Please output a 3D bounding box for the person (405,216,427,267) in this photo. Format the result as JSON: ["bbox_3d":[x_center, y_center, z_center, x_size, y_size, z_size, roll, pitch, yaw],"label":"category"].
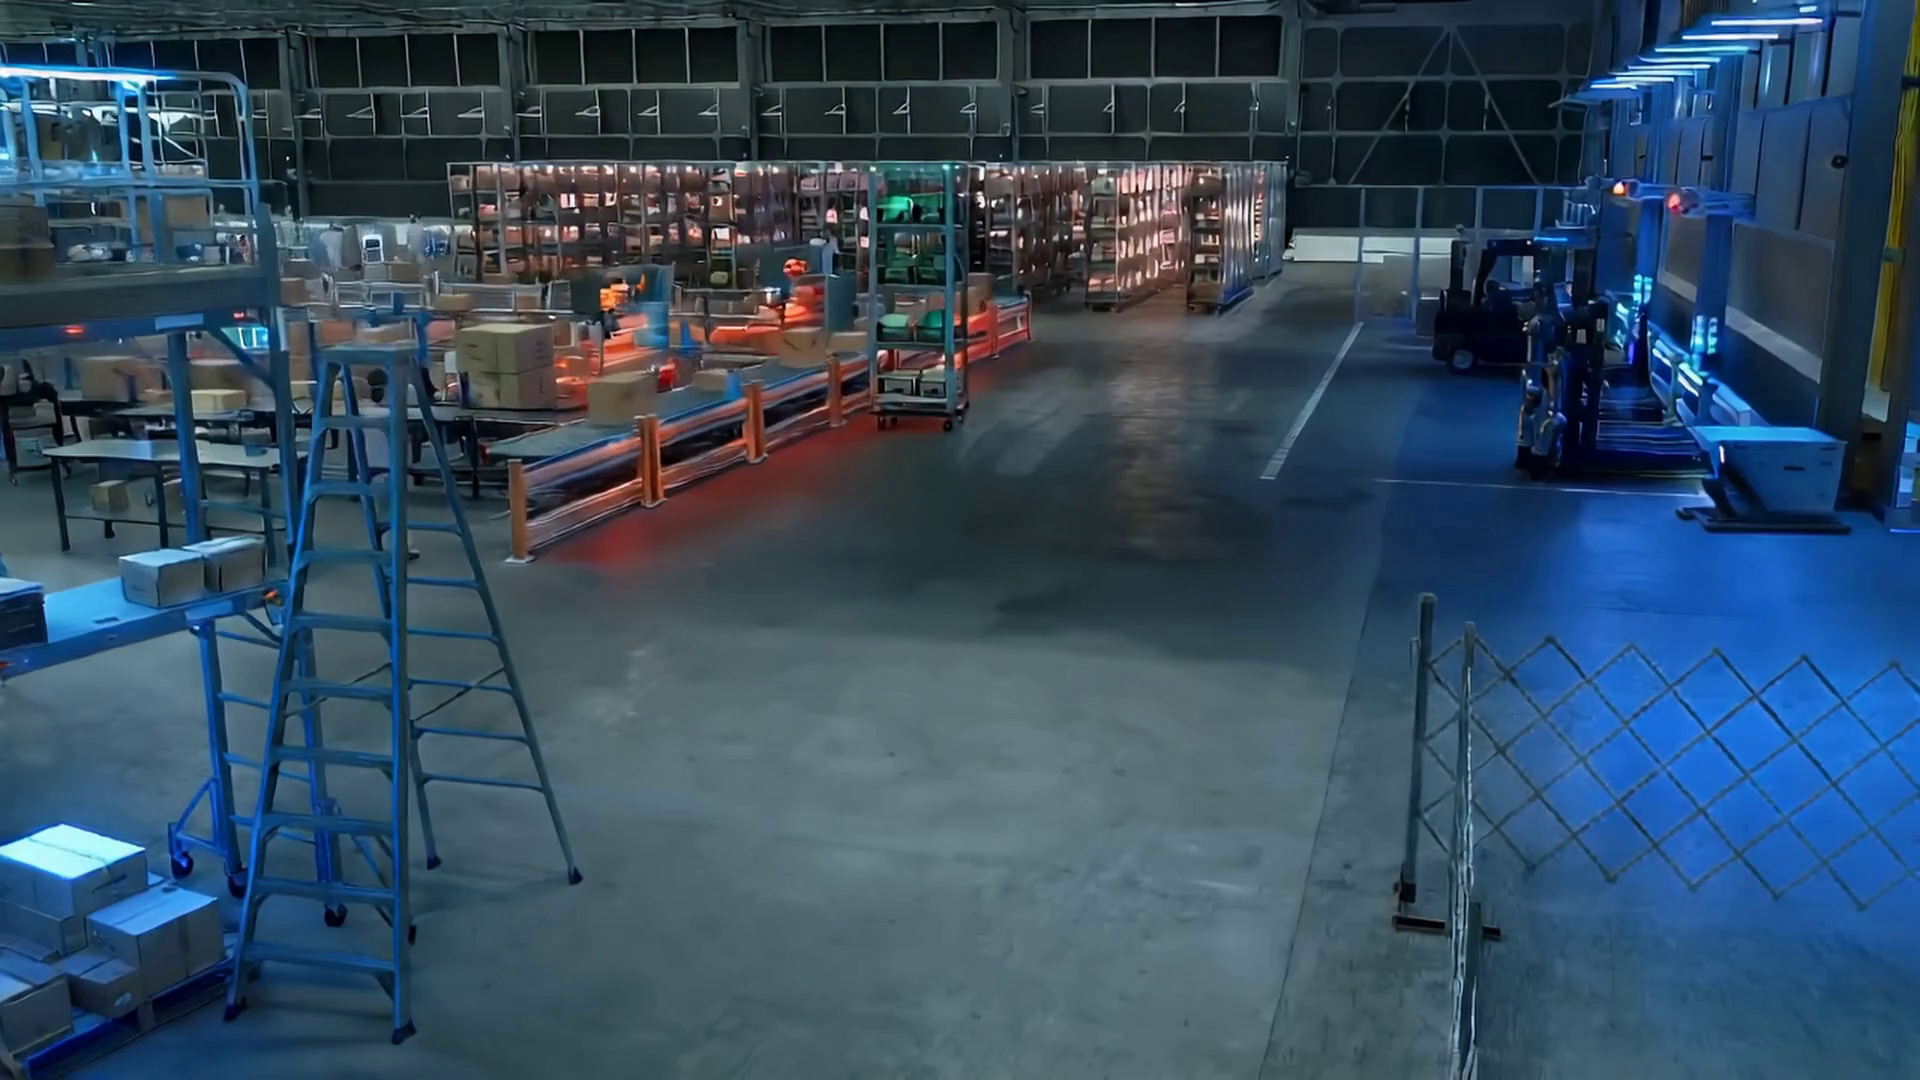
[{"bbox_3d":[-17.268,-9.338,52.810,0.641,1.878,0.836,-5,14,-20],"label":"person"}]

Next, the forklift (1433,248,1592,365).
[{"bbox_3d":[9.780,-4.111,29.280,2.680,1.987,1.157,3,13,14],"label":"forklift"}]

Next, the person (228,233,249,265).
[{"bbox_3d":[-19.194,-7.367,44.386,0.600,1.827,0.403,6,14,24],"label":"person"}]

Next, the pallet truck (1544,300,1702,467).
[{"bbox_3d":[8.263,-1.952,20.631,1.885,1.965,0.823,5,14,20],"label":"pallet truck"}]

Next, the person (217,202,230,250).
[{"bbox_3d":[-29.541,-12.596,66.767,0.629,1.925,0.558,5,14,22],"label":"person"}]

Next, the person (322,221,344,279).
[{"bbox_3d":[-18.942,-8.722,50.276,0.567,1.810,0.516,-8,15,-31],"label":"person"}]

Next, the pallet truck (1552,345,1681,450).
[{"bbox_3d":[8.641,-1.896,21.908,1.630,1.274,0.653,4,14,16],"label":"pallet truck"}]

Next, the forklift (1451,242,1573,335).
[{"bbox_3d":[10.464,-4.597,31.405,2.680,1.987,1.157,4,14,16],"label":"forklift"}]

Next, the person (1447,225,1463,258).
[{"bbox_3d":[13.701,-7.671,45.551,0.625,1.916,1.082,10,17,38],"label":"person"}]

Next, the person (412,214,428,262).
[{"bbox_3d":[-19.252,-10.722,59.117,0.597,1.726,0.411,-12,17,-41],"label":"person"}]

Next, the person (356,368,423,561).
[{"bbox_3d":[-5.398,-0.695,15.590,0.506,1.822,0.965,-9,16,-34],"label":"person"}]

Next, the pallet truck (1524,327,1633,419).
[{"bbox_3d":[9.065,-2.460,24.370,1.522,1.261,0.704,3,13,14],"label":"pallet truck"}]

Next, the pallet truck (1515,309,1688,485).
[{"bbox_3d":[7.554,-1.677,19.446,1.885,1.965,0.823,3,13,14],"label":"pallet truck"}]

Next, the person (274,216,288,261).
[{"bbox_3d":[-23.029,-10.052,56.192,0.571,1.731,0.395,-9,16,-35],"label":"person"}]

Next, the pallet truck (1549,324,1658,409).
[{"bbox_3d":[9.824,-2.669,25.407,1.601,1.201,0.680,4,14,16],"label":"pallet truck"}]

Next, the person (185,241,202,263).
[{"bbox_3d":[-16.610,-5.517,36.136,0.397,1.949,0.603,-4,14,-18],"label":"person"}]
